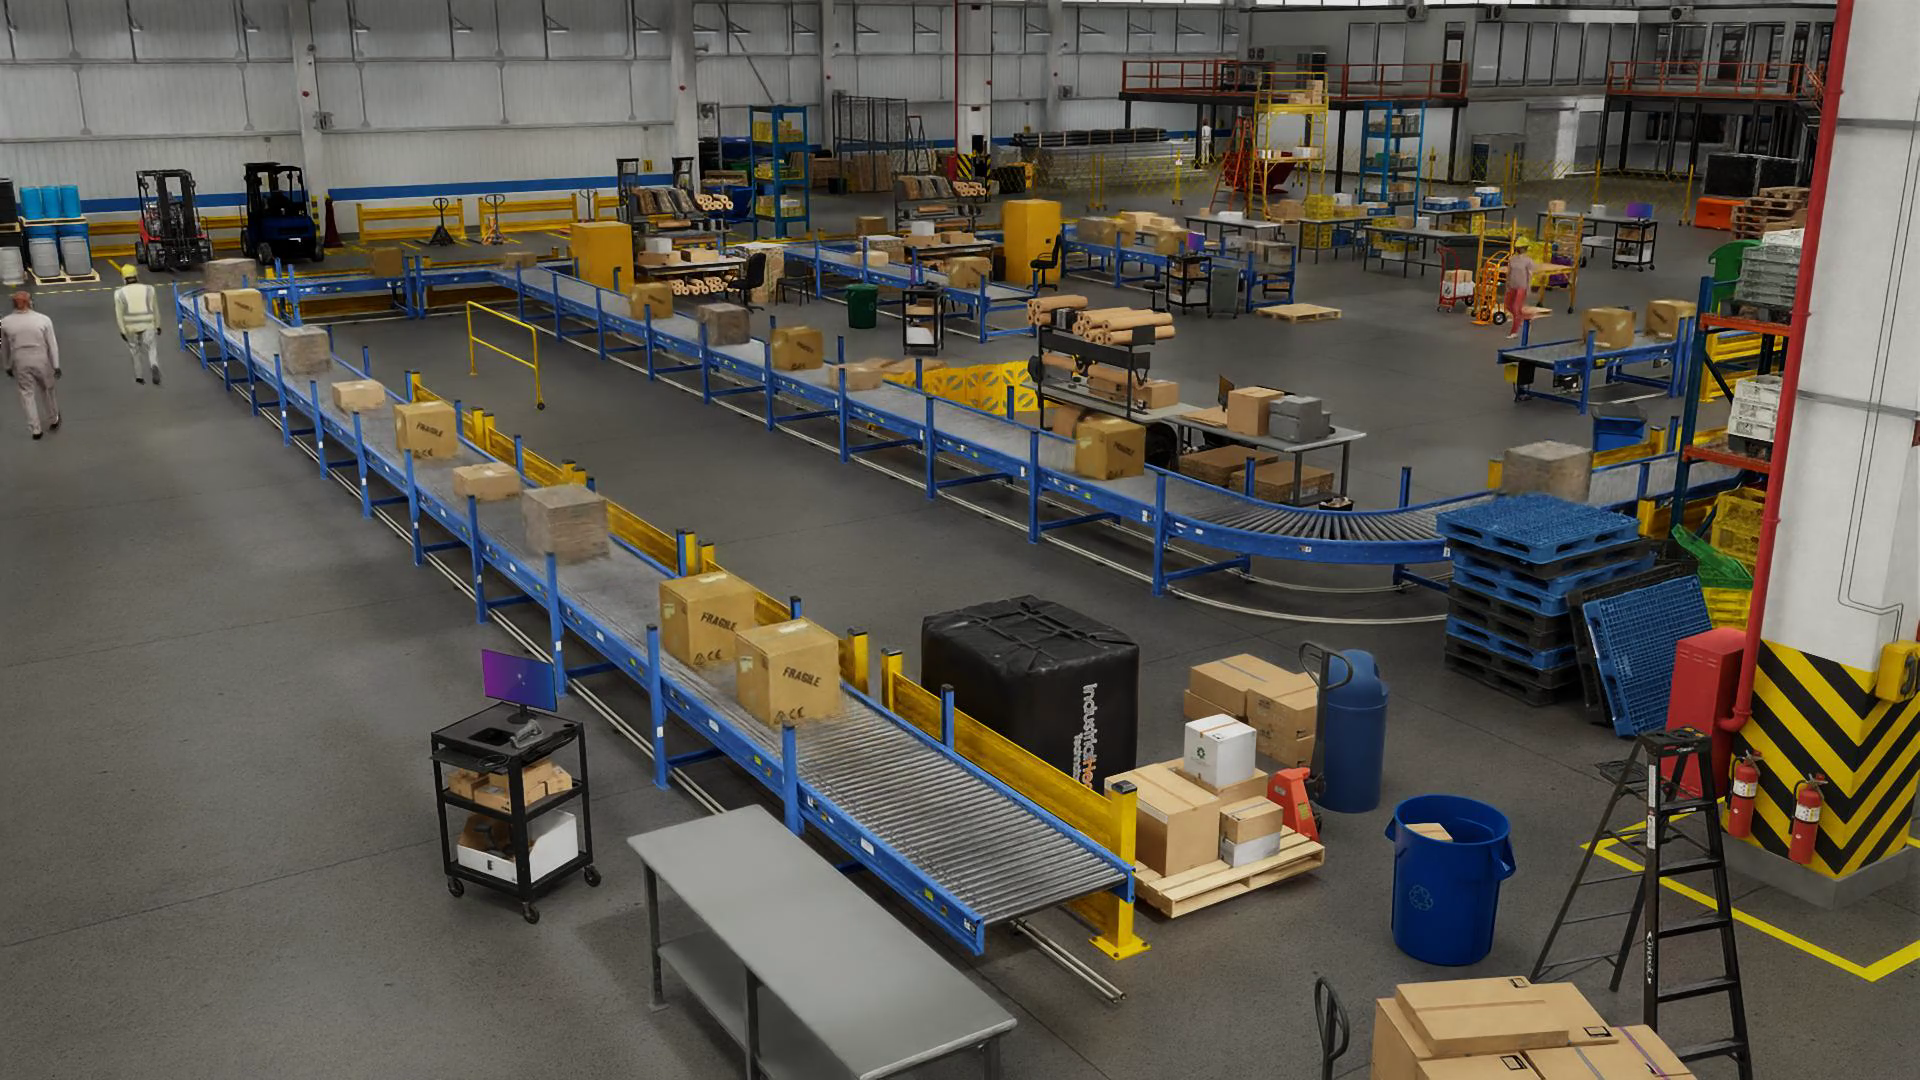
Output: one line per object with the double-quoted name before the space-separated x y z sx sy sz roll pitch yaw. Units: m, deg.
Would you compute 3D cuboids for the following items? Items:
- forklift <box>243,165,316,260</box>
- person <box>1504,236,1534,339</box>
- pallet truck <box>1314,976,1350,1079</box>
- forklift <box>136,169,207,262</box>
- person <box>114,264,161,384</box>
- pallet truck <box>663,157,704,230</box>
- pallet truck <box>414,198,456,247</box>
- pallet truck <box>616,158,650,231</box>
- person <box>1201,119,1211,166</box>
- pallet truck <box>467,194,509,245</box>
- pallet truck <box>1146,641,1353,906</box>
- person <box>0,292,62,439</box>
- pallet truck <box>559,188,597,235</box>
"forklift" -15.898 -7.669 38.708 1.157 1.987 2.680 -11 20 -33
"person" 9.632 -4.346 28.600 0.494 1.753 0.529 -11 20 -31
"pallet truck" 2.299 2.390 7.086 1.601 1.201 0.680 -2 17 -7
"forklift" -17.842 -7.318 37.559 1.157 1.987 2.680 -10 20 -31
"person" -12.134 -3.173 24.594 0.602 1.813 0.676 -10 19 -30
"pallet truck" -7.586 -9.308 44.692 0.823 1.965 1.885 -11 20 -33
"pallet truck" -13.250 -8.060 41.856 0.680 1.201 1.601 -10 20 -31
"pallet truck" -8.918 -9.176 44.255 0.823 1.965 1.885 -9 19 -27
"person" 9.997 -16.246 67.973 0.585 1.882 0.340 -11 20 -33
"pallet truck" -11.983 -8.177 42.137 0.704 1.261 1.522 -11 20 -33
"pallet truck" 1.664 1.407 10.232 1.630 1.274 0.653 -10 20 -31
"person" -12.020 -2.292 21.572 0.673 1.855 0.960 -6 18 -20
"pallet truck" -10.010 -8.652 43.699 0.653 1.274 1.630 -10 20 -31
